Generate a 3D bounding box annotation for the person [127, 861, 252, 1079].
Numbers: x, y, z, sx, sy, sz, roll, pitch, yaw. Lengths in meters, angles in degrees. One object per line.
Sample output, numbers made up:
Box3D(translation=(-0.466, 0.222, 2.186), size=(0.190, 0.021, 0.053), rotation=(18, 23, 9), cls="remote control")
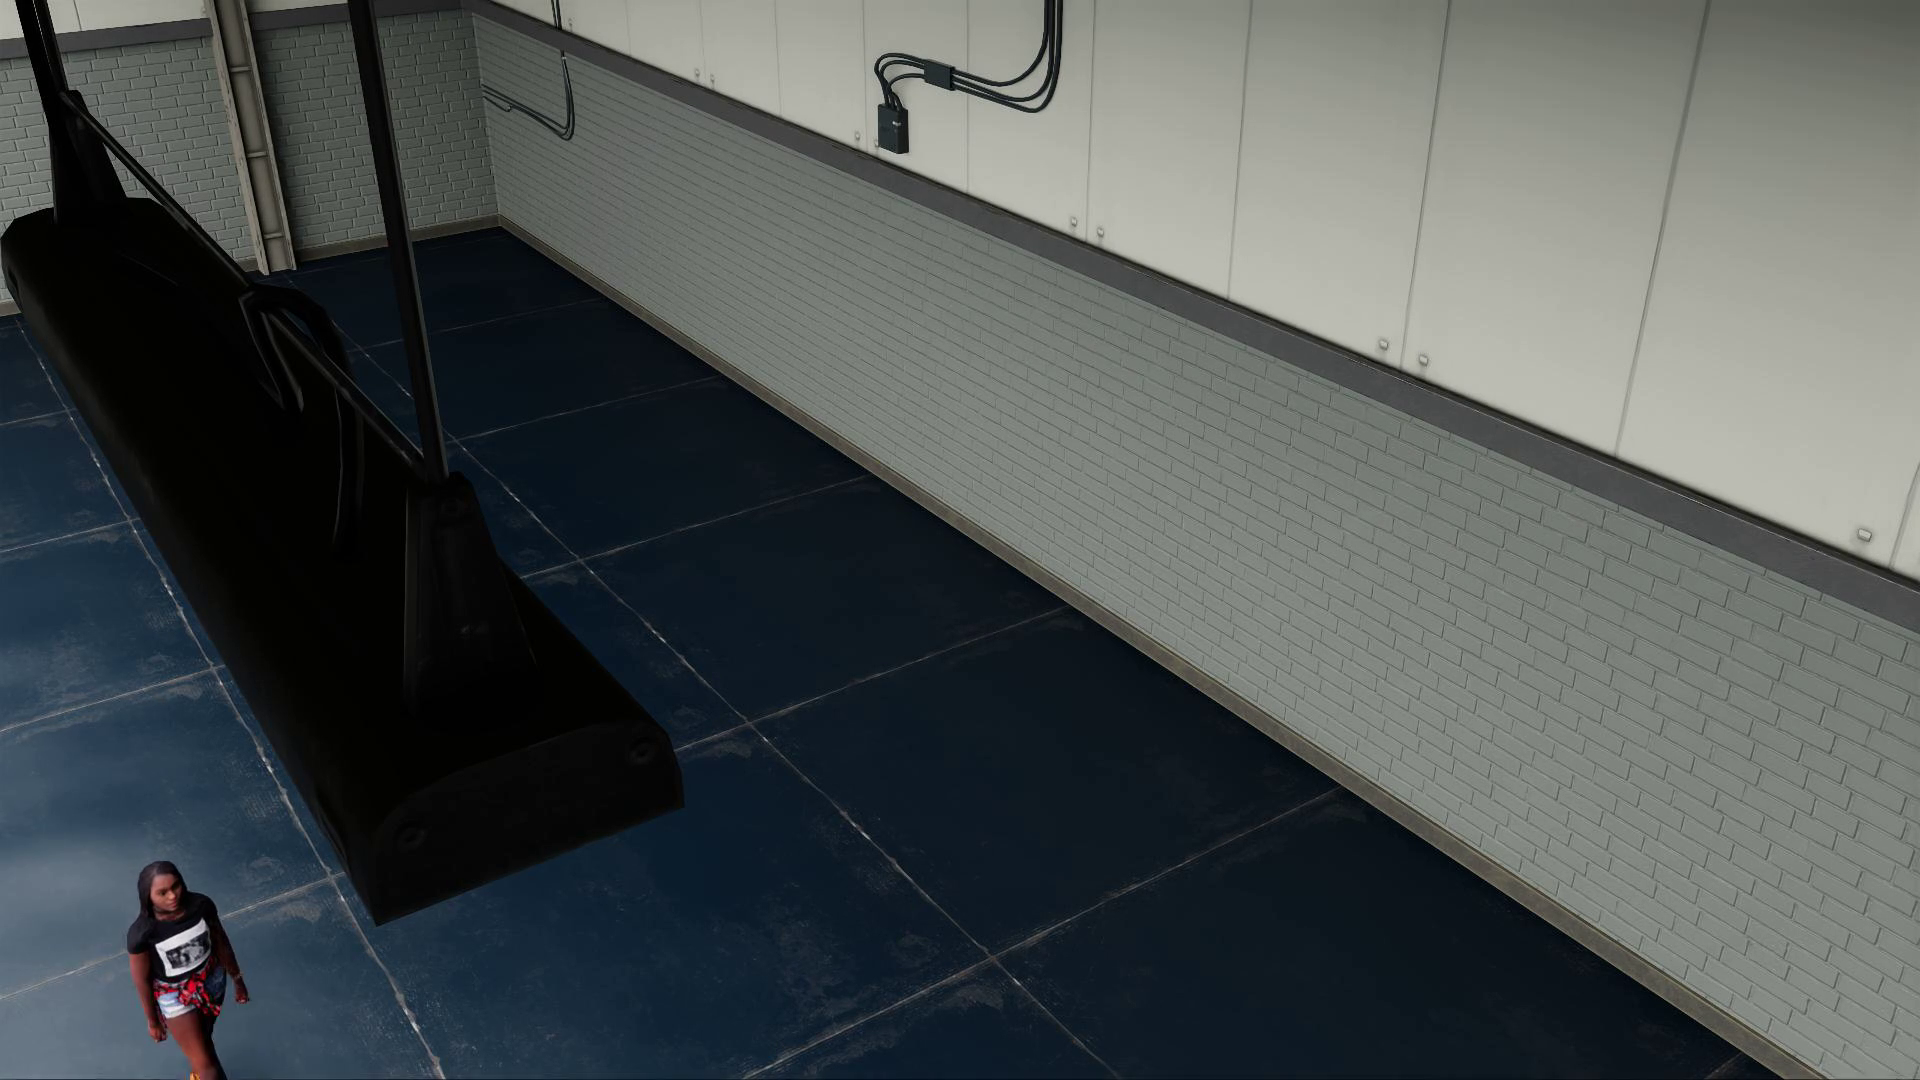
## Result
Box3D(translation=(-3.933, 2.299, 8.427), size=(0.948, 1.685, 1.160), rotation=(18, 33, 30), cls="person")
